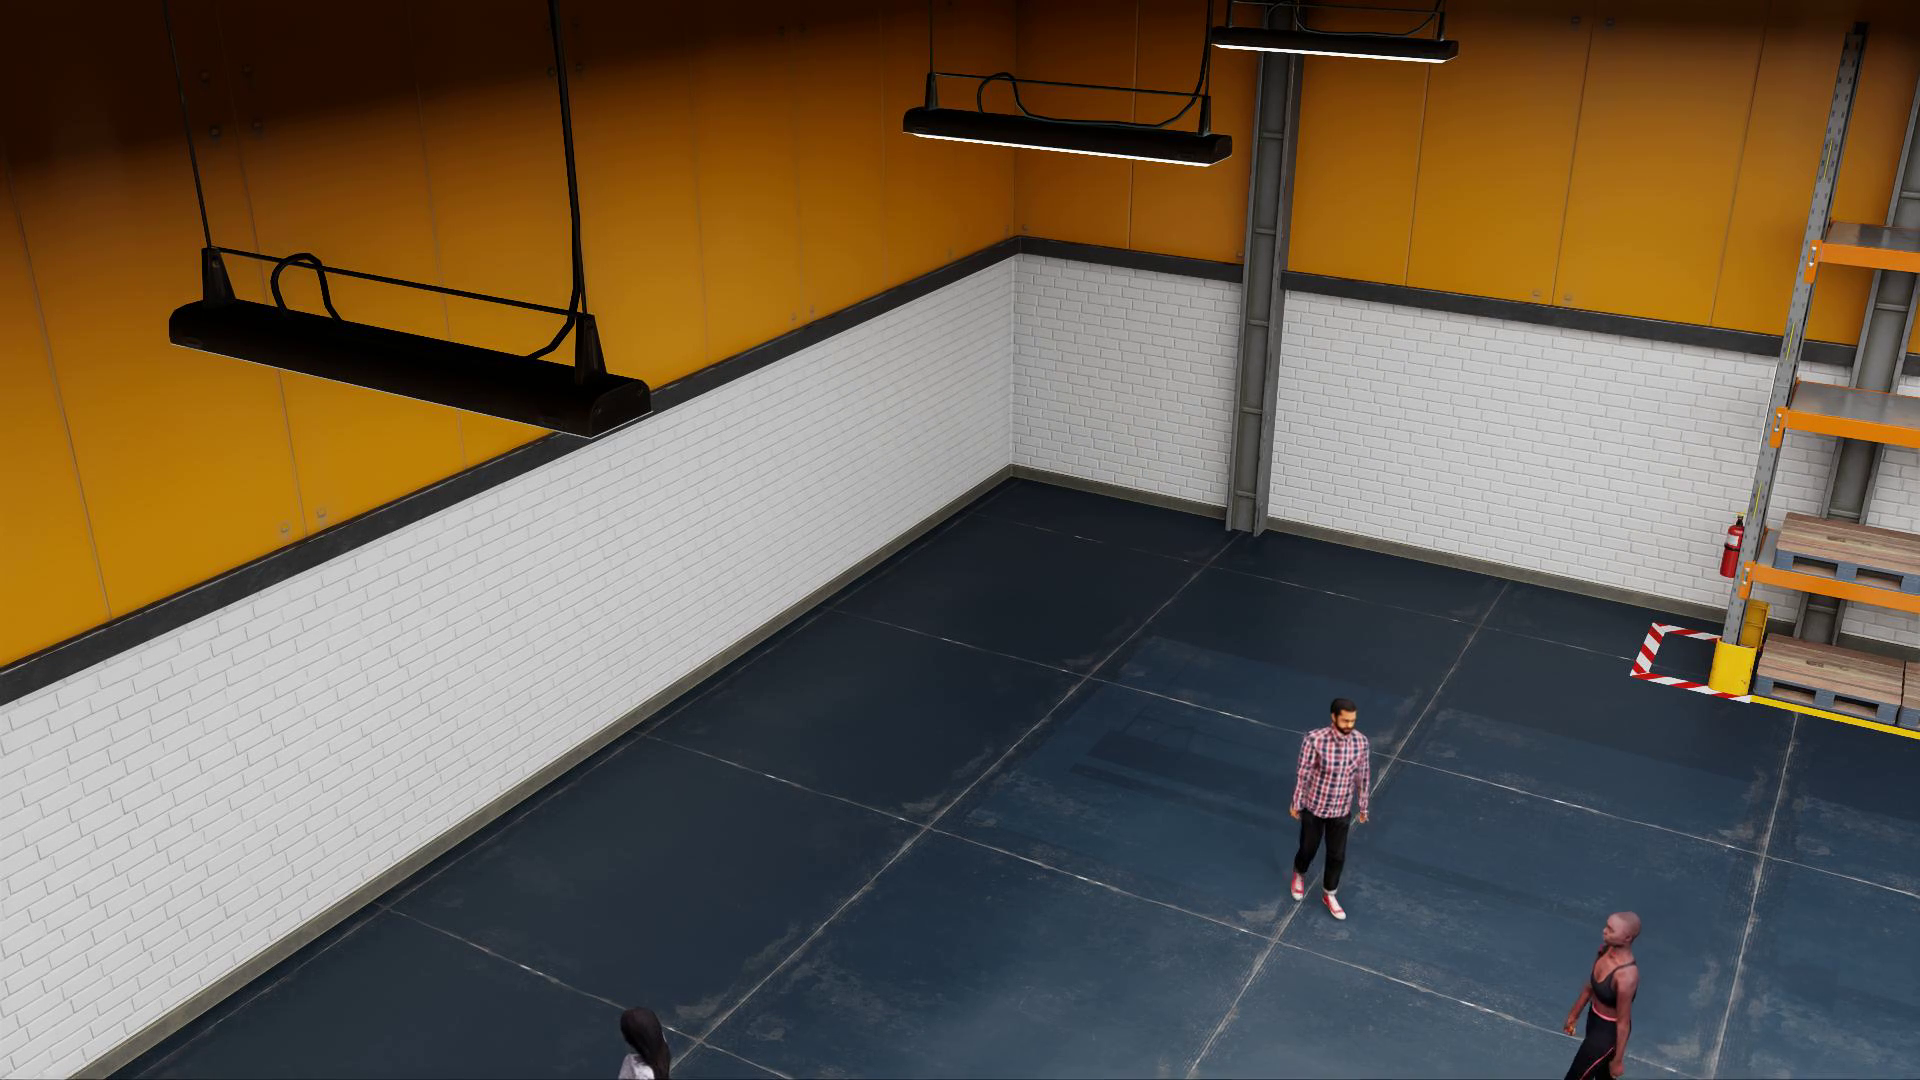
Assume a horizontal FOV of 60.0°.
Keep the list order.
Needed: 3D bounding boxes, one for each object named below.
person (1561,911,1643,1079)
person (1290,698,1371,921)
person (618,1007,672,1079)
[{"bbox_3d":[3.990,2.992,10.038,0.972,1.739,0.828,1,24,3],"label":"person"},{"bbox_3d":[2.730,1.945,12.417,0.903,1.753,0.977,-3,24,-6],"label":"person"},{"bbox_3d":[-1.732,3.312,9.325,0.670,1.723,0.671,1,24,2],"label":"person"}]
